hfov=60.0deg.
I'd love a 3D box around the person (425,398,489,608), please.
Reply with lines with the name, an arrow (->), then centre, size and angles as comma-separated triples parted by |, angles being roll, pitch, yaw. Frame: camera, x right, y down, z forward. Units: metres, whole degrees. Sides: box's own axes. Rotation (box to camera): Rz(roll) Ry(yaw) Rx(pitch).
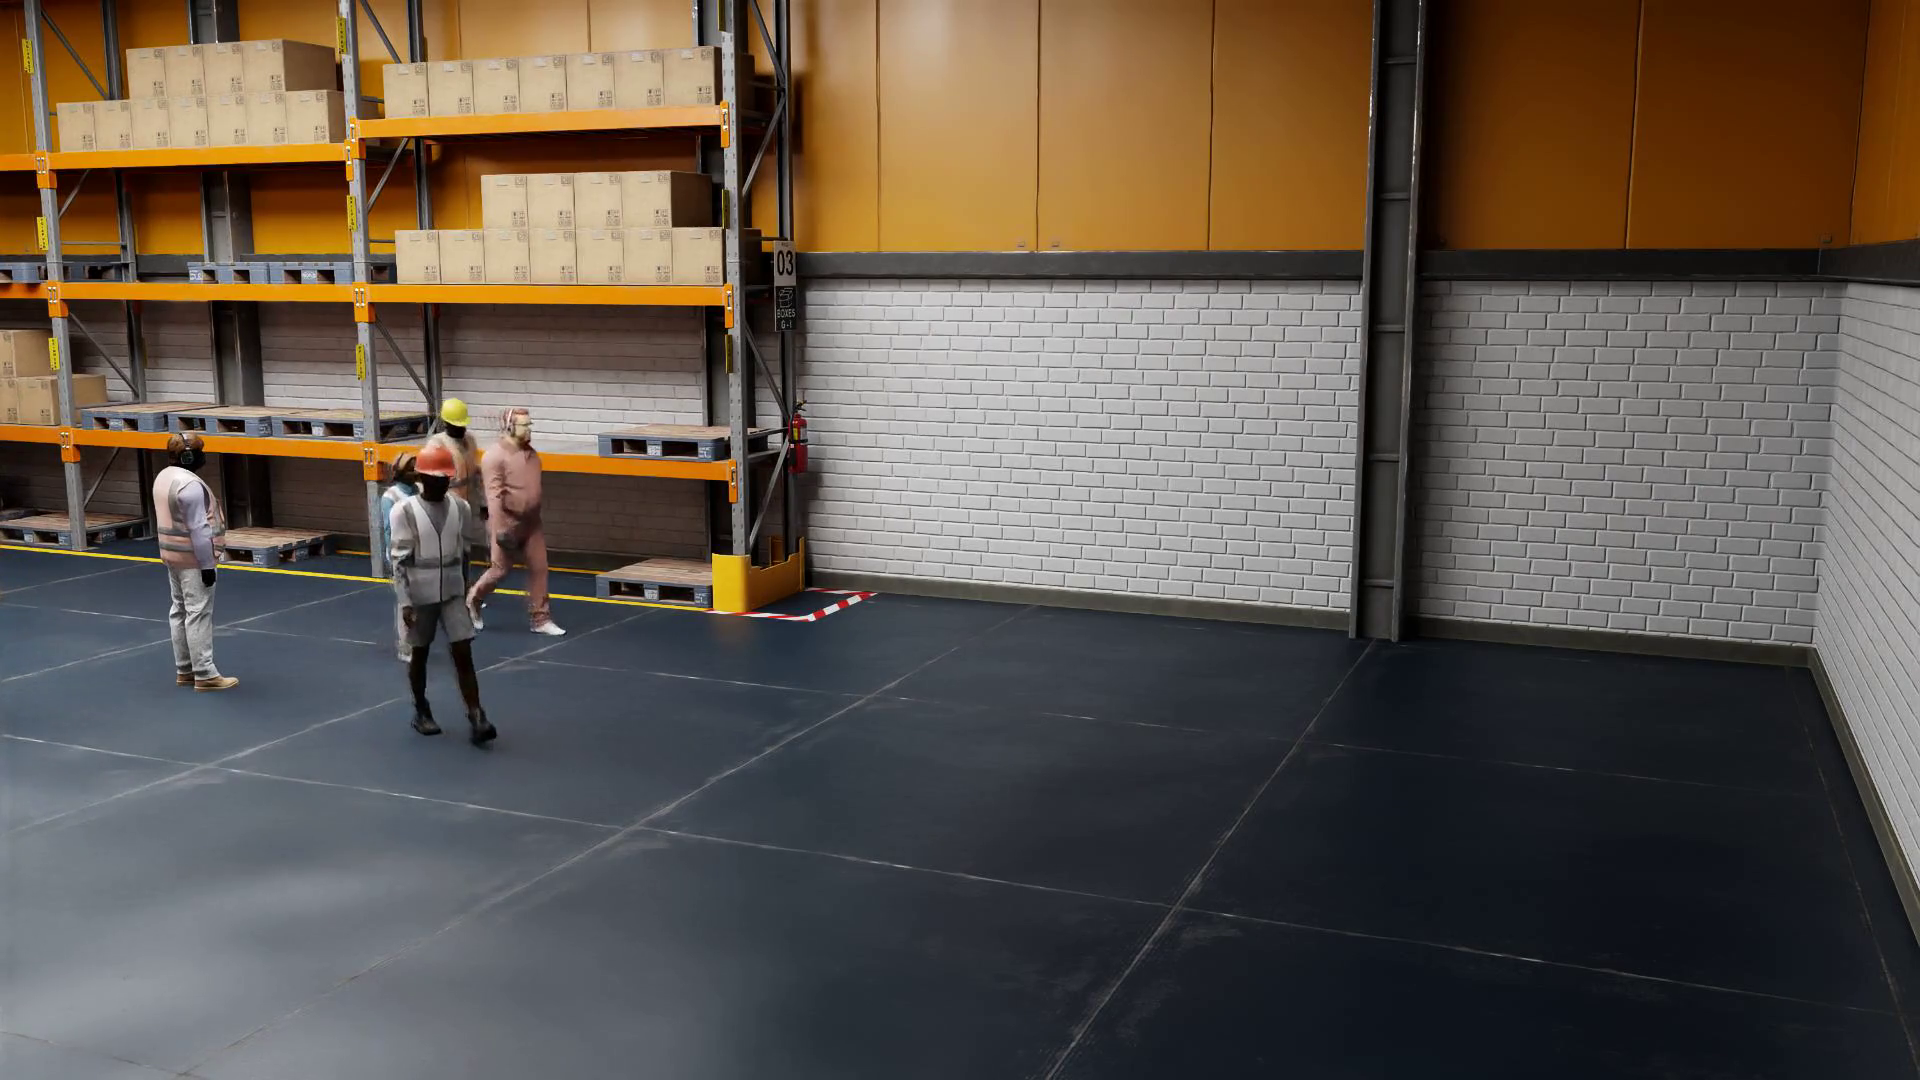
person -> -4.360, -0.301, 14.438 | 0.498, 1.884, 0.691 | 3, 10, 15

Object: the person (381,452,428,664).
person -> -4.129, 0.138, 12.553 | 0.376, 1.624, 0.536 | 4, 10, 21

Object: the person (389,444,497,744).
person -> -3.256, 0.354, 10.434 | 0.558, 1.891, 0.942 | -7, 12, -36

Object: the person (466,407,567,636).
person -> -3.671, -0.153, 13.552 | 0.842, 1.884, 0.634 | 5, 11, 28

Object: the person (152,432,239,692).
person -> -5.446, 0.152, 11.824 | 0.621, 1.845, 0.429 | 9, 13, 43
